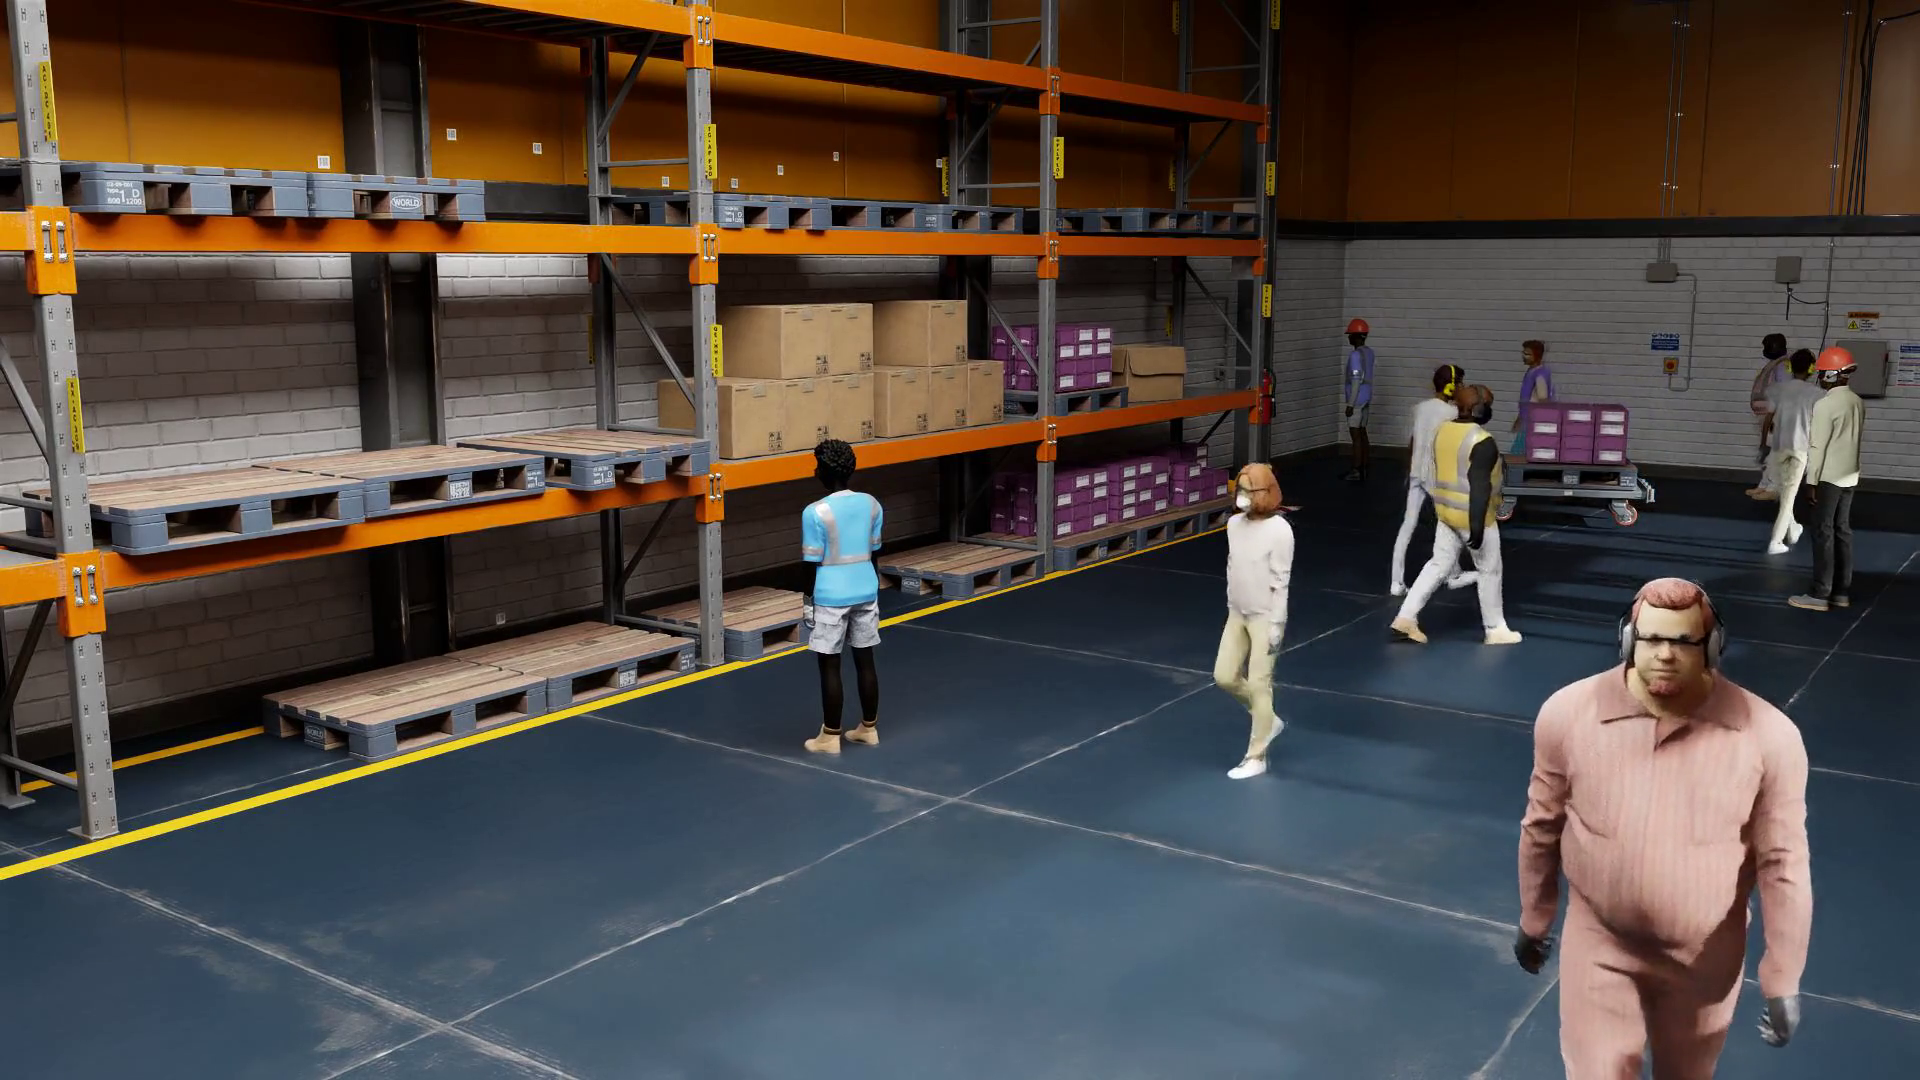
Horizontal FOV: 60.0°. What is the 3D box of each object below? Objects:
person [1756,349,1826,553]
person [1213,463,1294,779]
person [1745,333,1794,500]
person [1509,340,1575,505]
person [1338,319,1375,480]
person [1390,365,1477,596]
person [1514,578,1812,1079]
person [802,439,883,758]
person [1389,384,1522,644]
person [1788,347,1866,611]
[{"bbox_3d":[7.618,-0.808,15.106,0.946,1.812,0.562,-9,13,-42],"label":"person"},{"bbox_3d":[1.520,0.407,8.464,0.392,1.618,0.504,-6,11,-32],"label":"person"},{"bbox_3d":[8.936,-1.356,18.330,0.429,1.838,0.621,3,10,16],"label":"person"},{"bbox_3d":[6.195,-1.248,17.802,0.966,1.797,0.583,3,10,16],"label":"person"},{"bbox_3d":[4.751,-1.683,19.966,0.362,1.935,0.553,6,11,32],"label":"person"},{"bbox_3d":[3.741,-0.471,13.133,0.957,1.800,0.659,-6,11,-32],"label":"person"},{"bbox_3d":[1.761,1.005,4.213,0.685,1.855,1.004,4,10,24],"label":"person"},{"bbox_3d":[-0.628,0.310,8.837,0.534,1.694,0.321,-9,13,-44],"label":"person"},{"bbox_3d":[3.391,-0.165,11.329,0.930,1.808,0.634,-3,10,-15],"label":"person"},{"bbox_3d":[6.568,-0.462,12.573,0.608,1.987,0.404,-7,12,-37],"label":"person"}]
